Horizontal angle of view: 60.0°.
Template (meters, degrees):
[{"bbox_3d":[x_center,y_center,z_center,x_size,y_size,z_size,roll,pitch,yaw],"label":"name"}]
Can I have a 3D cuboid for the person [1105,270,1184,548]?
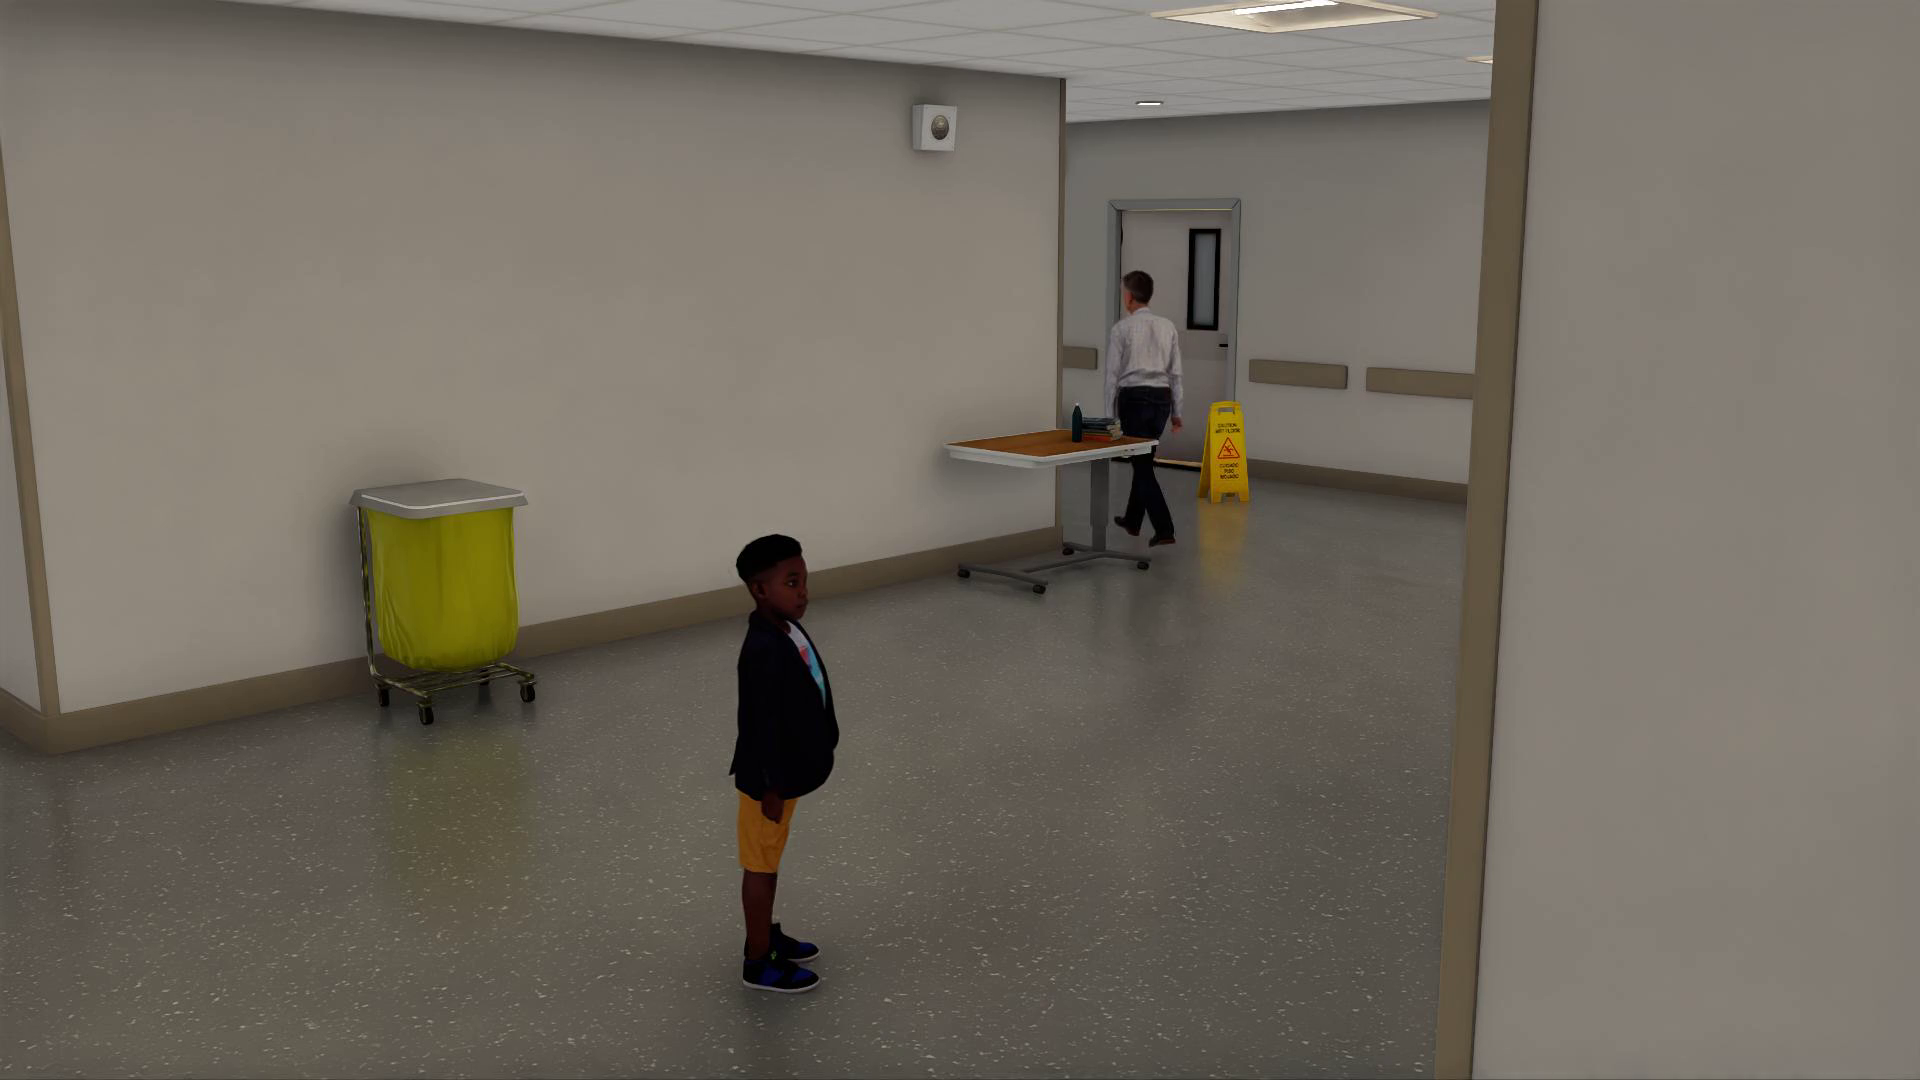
[{"bbox_3d":[1.209,-0.808,10.730,0.970,1.772,1.285,-4,11,-20],"label":"person"}]

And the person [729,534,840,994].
[{"bbox_3d":[-0.527,0.606,4.629,0.673,1.269,0.612,0,11,-1],"label":"person"}]
